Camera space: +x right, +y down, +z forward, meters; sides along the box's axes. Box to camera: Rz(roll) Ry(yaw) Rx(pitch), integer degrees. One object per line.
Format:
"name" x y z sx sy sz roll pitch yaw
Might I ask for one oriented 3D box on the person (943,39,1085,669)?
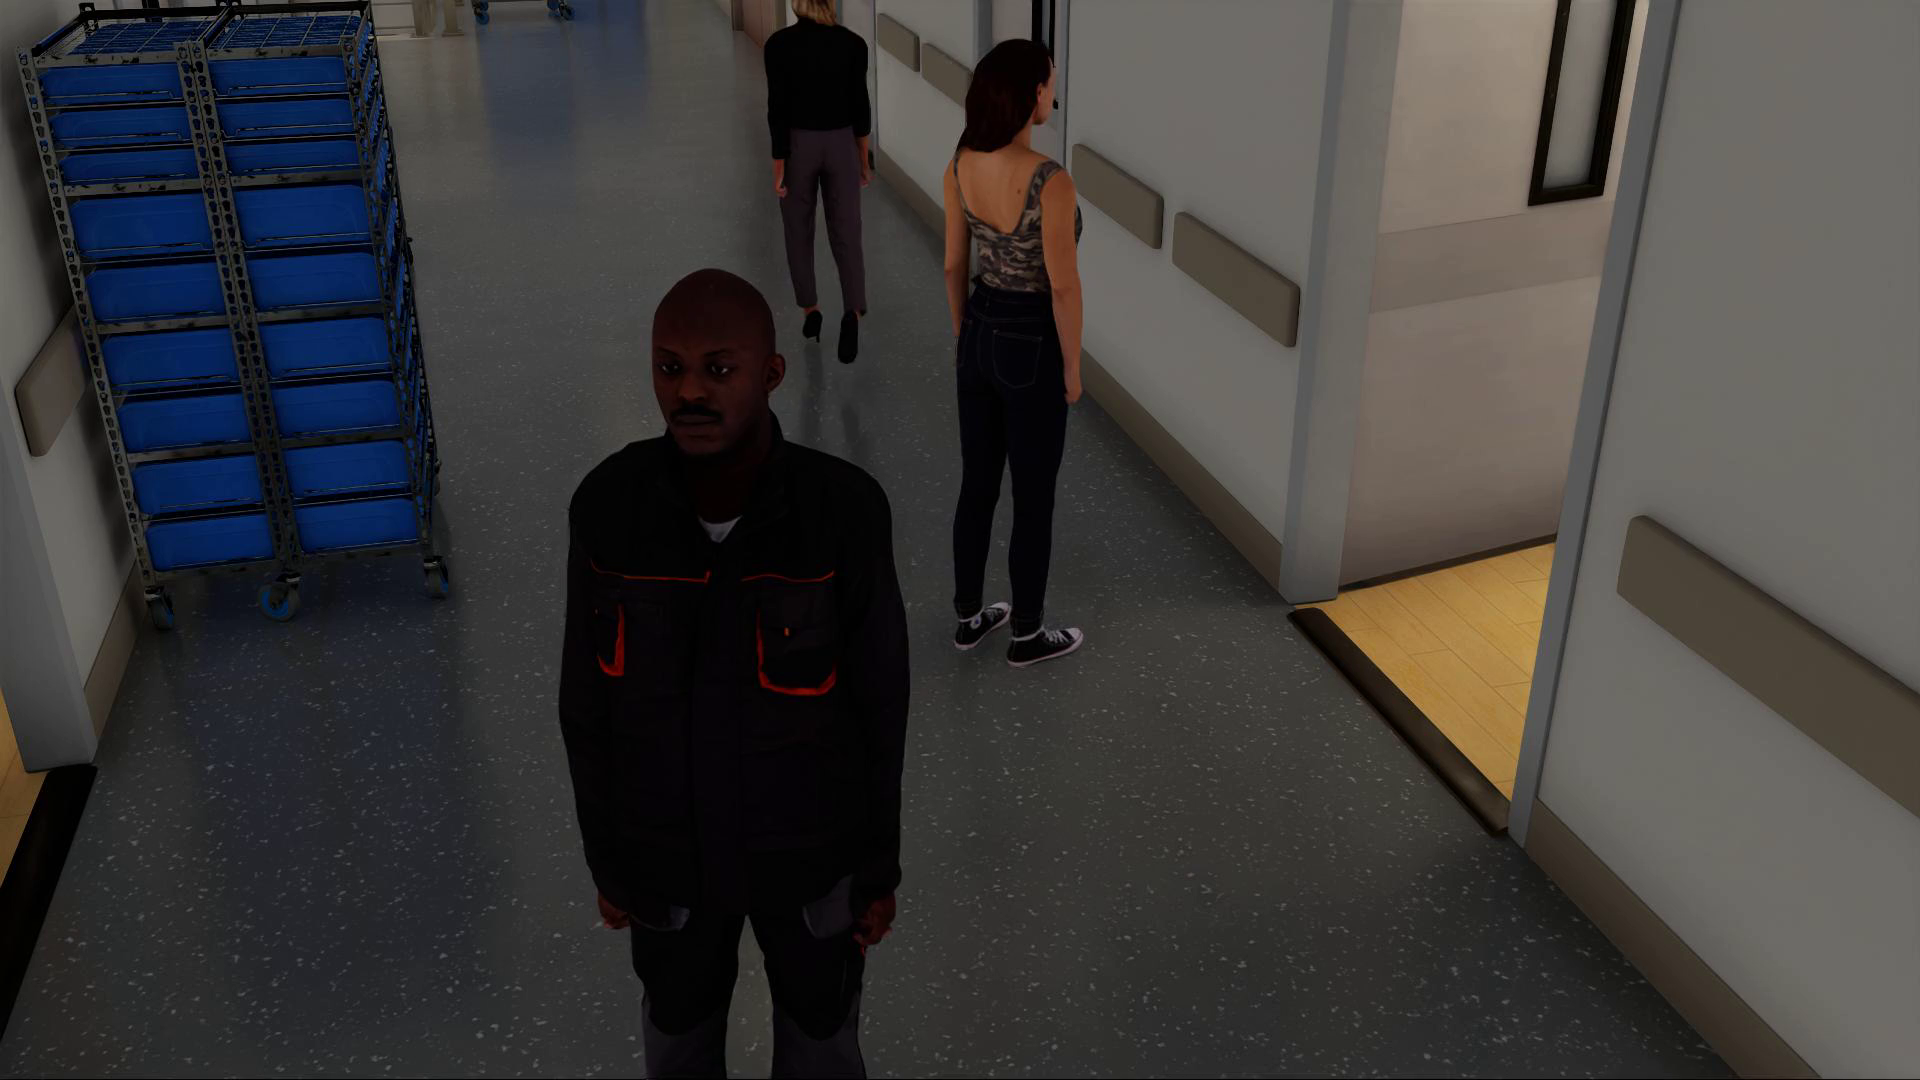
"person" 0.140 -0.492 4.655 0.664 1.769 0.761 21 33 36

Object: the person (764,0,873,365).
"person" -0.563 -1.517 6.926 0.599 1.643 0.990 -6 26 -12

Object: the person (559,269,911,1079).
"person" -0.343 0.445 2.646 0.750 1.825 0.683 0 26 0
